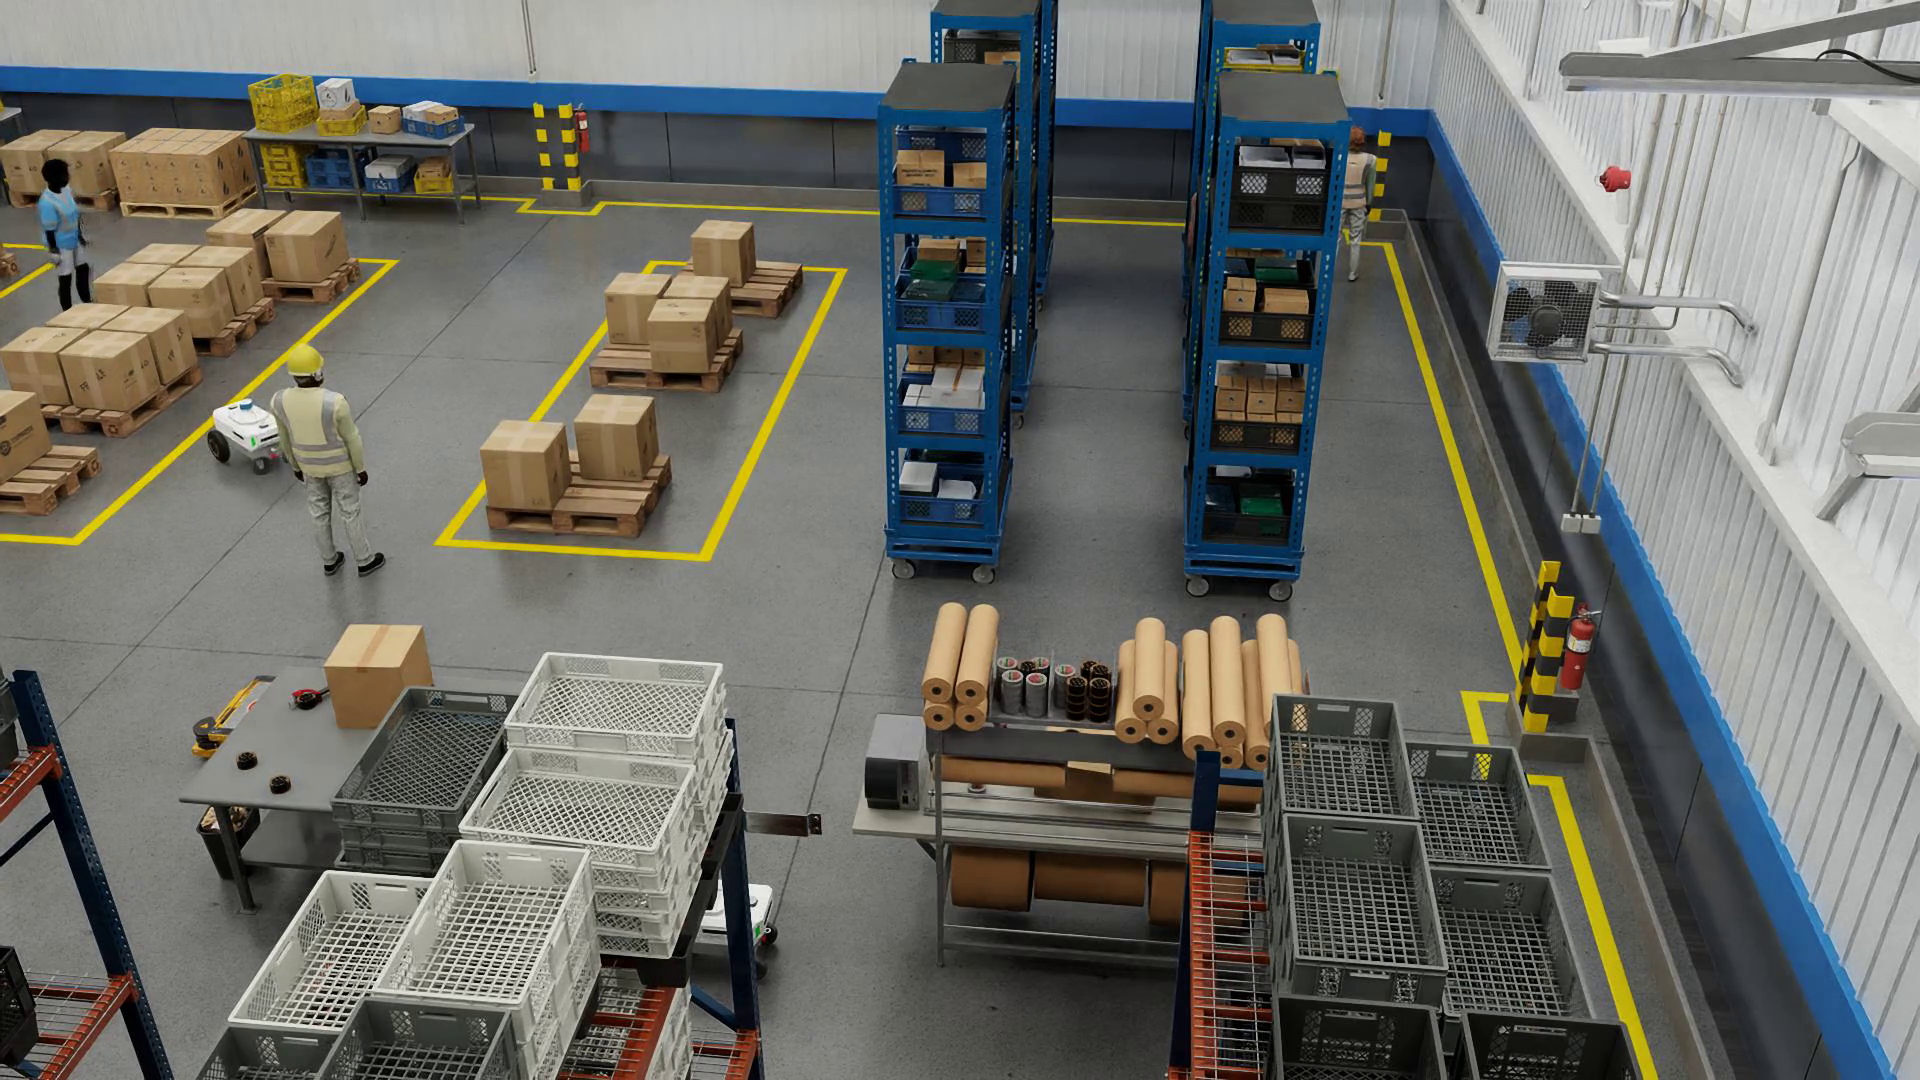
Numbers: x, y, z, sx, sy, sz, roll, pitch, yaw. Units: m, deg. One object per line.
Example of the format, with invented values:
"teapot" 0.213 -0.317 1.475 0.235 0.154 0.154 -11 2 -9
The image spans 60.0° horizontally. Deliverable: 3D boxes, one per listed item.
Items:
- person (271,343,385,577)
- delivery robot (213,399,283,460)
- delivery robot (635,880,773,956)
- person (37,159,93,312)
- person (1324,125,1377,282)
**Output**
"person" -4.591 -0.570 12.080 0.590 1.837 0.403 3 30 5
"delivery robot" -5.918 -0.937 13.885 0.707 0.478 0.477 25 38 36
"delivery robot" -1.361 1.987 8.863 0.707 0.478 0.477 3 30 6
"person" -8.710 -2.882 16.206 0.385 1.676 0.578 -2 30 -3
"person" 4.029 -3.480 17.270 0.514 1.641 0.308 3 30 5
